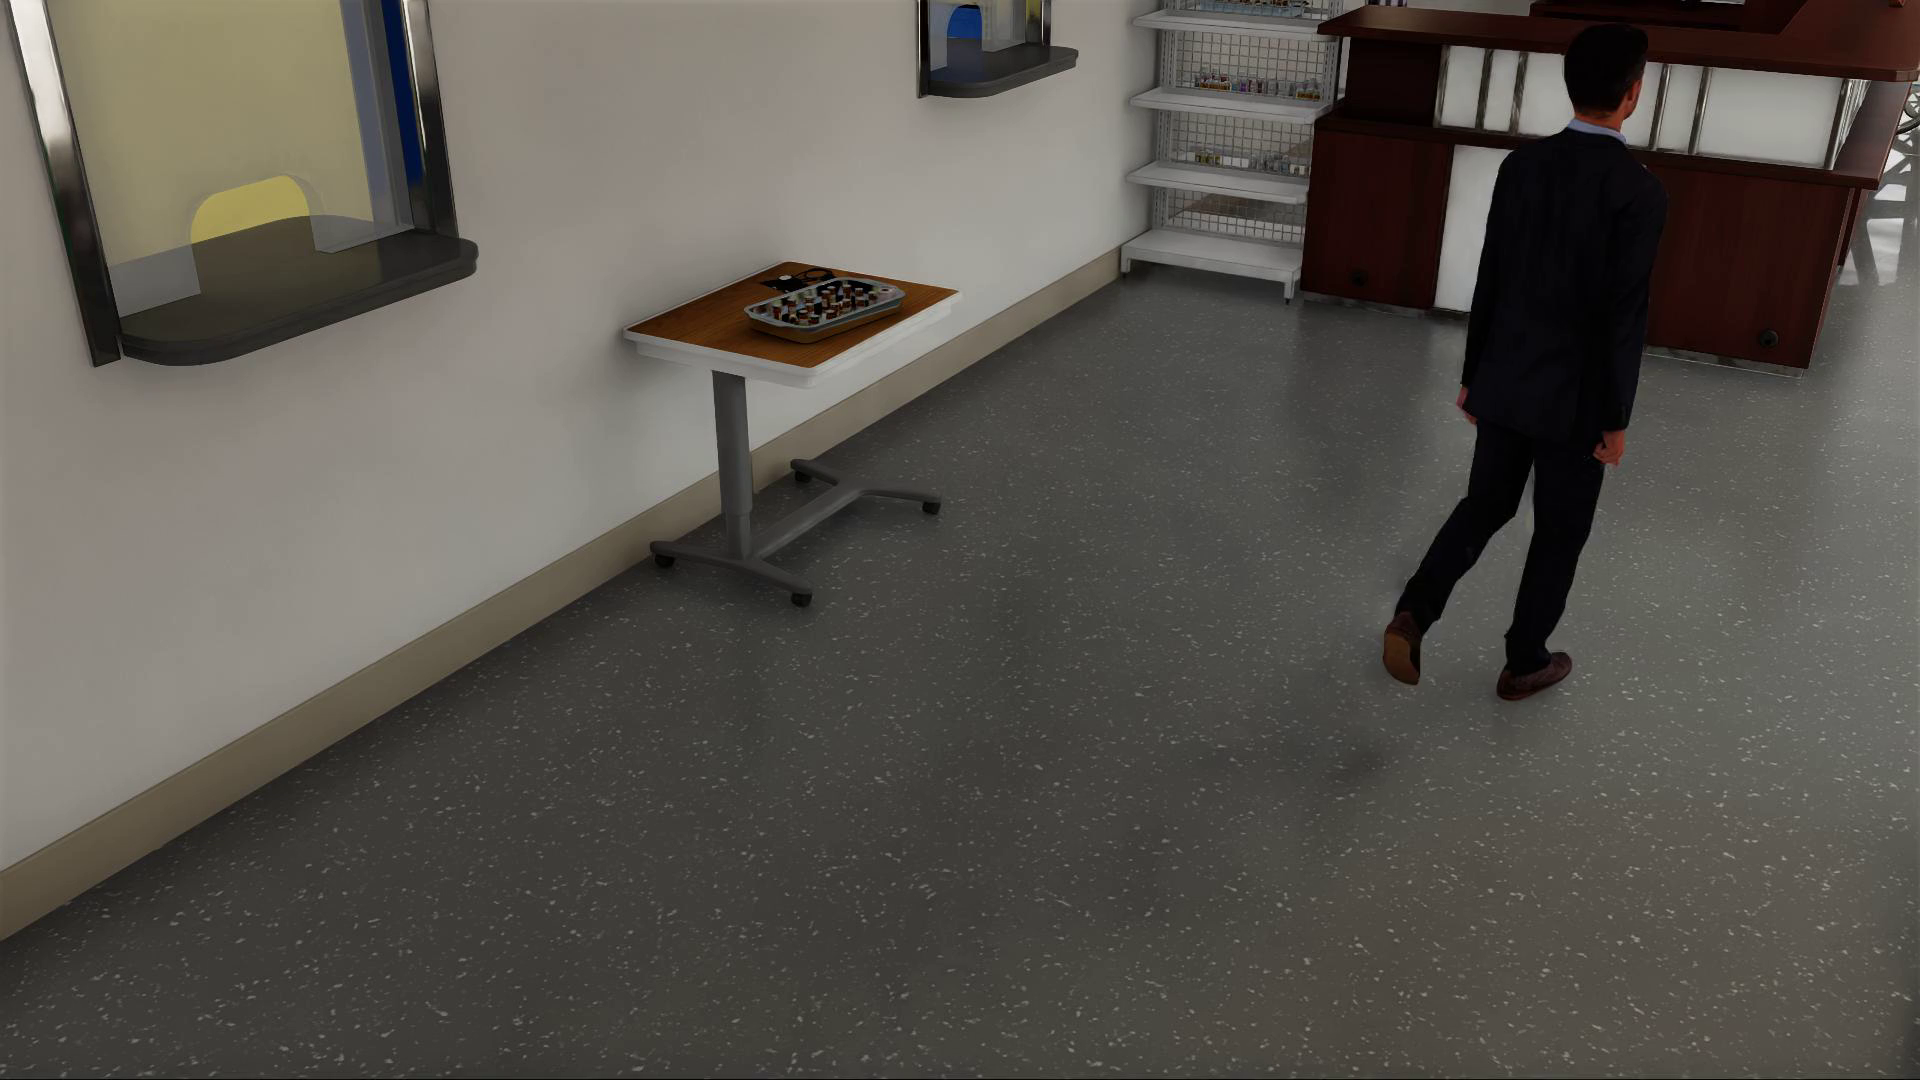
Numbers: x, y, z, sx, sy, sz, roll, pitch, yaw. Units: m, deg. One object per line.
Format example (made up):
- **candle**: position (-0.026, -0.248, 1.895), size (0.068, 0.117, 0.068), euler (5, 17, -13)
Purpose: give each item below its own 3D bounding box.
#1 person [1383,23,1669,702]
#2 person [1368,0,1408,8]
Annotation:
- **person**: position (1.482, -0.361, 4.336), size (0.912, 1.852, 0.989), euler (-19, 31, -34)
- **person**: position (3.125, -4.163, 12.223), size (0.519, 1.847, 0.715), euler (19, 32, 35)
